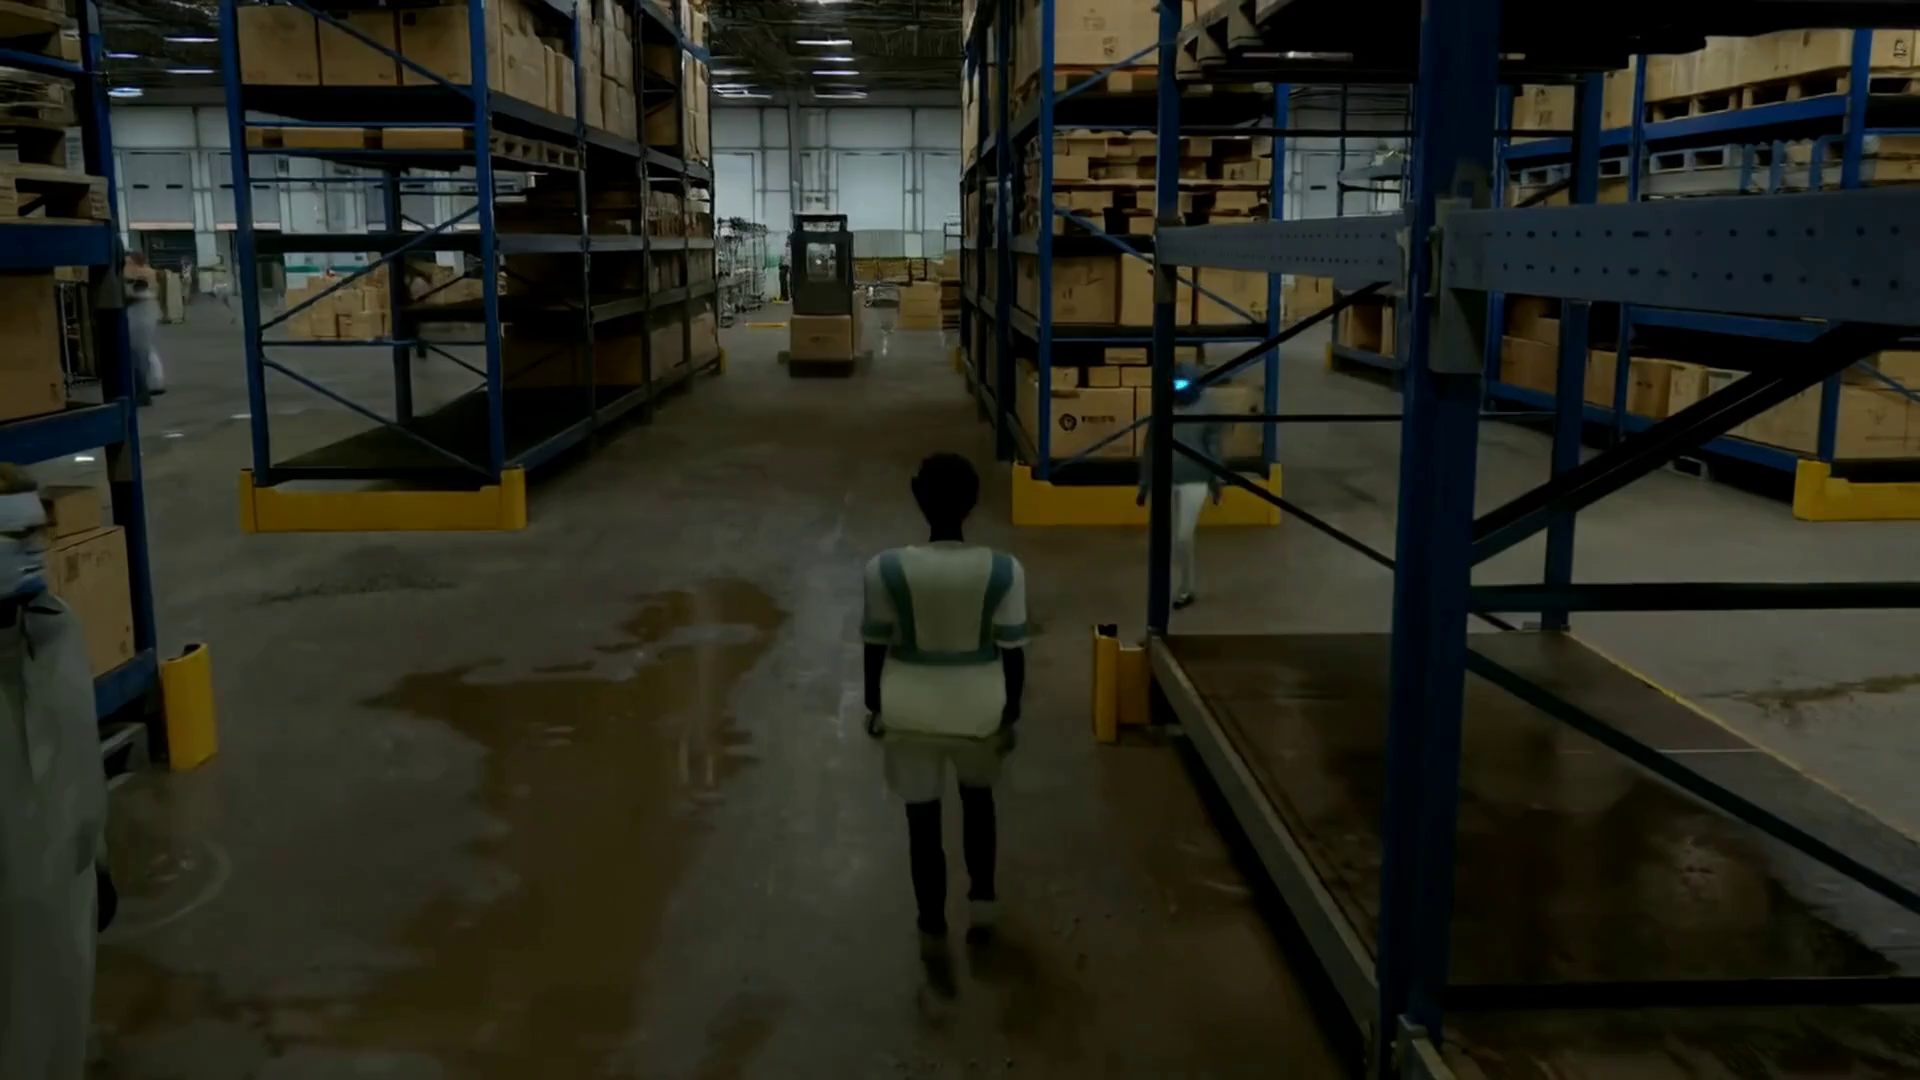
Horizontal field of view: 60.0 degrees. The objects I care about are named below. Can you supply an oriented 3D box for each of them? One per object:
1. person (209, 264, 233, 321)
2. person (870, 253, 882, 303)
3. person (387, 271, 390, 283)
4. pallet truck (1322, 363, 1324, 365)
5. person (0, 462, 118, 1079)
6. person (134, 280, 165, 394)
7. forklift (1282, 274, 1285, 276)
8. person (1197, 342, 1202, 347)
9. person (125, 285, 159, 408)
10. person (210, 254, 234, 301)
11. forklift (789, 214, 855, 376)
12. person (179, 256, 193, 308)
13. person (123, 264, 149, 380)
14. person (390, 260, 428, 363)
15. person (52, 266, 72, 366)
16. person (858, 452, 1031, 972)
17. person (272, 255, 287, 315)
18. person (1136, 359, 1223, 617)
[{"bbox_3d":[-21.787,-7.287,49.010,0.772,1.699,0.511,8,13,39],"label":"person"},{"bbox_3d":[-3.188,-9.943,63.197,0.449,1.912,0.543,-5,11,-25],"label":"person"},{"bbox_3d":[-18.750,-8.403,55.257,0.321,1.692,0.534,10,14,43],"label":"person"},{"bbox_3d":[7.712,-4.157,30.737,1.885,1.965,0.823,3,11,16],"label":"pallet truck"},{"bbox_3d":[-2.030,0.772,3.577,0.395,1.899,0.641,1,10,5],"label":"person"},{"bbox_3d":[-12.540,-3.130,25.691,0.355,1.755,0.518,-4,11,-22],"label":"person"},{"bbox_3d":[12.240,-10.302,62.509,1.129,2.768,1.873,0,10,-2],"label":"forklift"},{"bbox_3d":[4.581,-4.702,34.141,0.998,1.865,0.611,-2,10,-10],"label":"person"},{"bbox_3d":[-11.645,-2.712,23.416,0.549,1.719,0.900,0,10,1],"label":"person"},{"bbox_3d":[-29.194,-10.342,65.533,0.986,1.884,0.606,3,11,17],"label":"person"},{"bbox_3d":[-2.439,-4.342,29.311,1.129,2.768,1.873,0,10,-2],"label":"forklift"},{"bbox_3d":[-27.662,-9.184,59.230,0.564,1.820,0.629,-5,11,-25],"label":"person"},{"bbox_3d":[-13.979,-3.633,27.890,0.686,1.971,0.623,7,12,33],"label":"person"},{"bbox_3d":[-10.626,-4.382,31.872,0.706,2.000,0.984,8,13,38],"label":"person"},{"bbox_3d":[-17.115,-4.249,31.335,0.613,1.963,0.362,3,10,14],"label":"person"},{"bbox_3d":[-0.057,0.555,5.367,0.540,1.683,0.375,-1,10,-7],"label":"person"},{"bbox_3d":[-21.912,-8.223,53.594,0.453,1.924,0.626,-8,13,-37],"label":"person"},{"bbox_3d":[1.347,-0.326,10.460,0.517,1.603,0.686,7,12,34],"label":"person"}]
